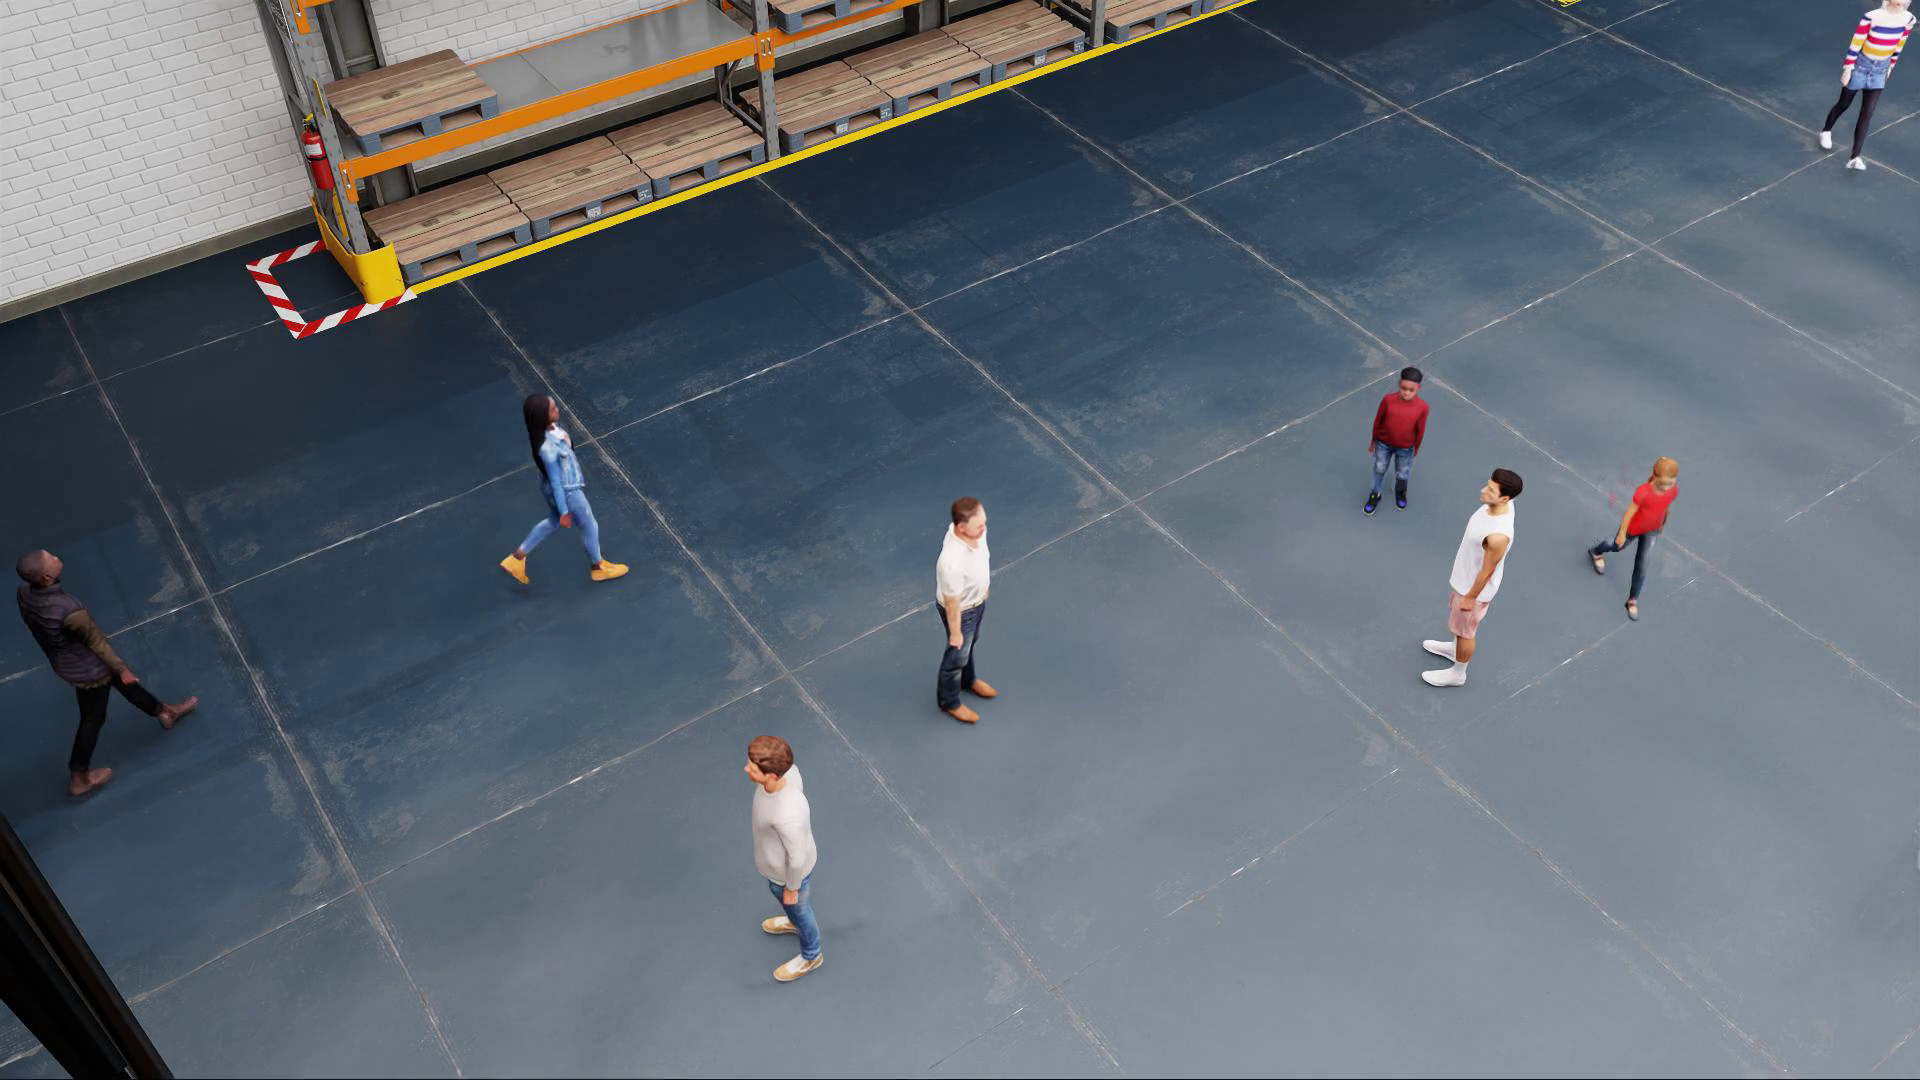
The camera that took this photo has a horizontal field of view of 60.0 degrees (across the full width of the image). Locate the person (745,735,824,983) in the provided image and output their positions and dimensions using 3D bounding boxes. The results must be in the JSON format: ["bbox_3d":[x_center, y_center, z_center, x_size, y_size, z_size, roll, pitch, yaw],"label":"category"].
[{"bbox_3d":[-0.943,1.716,9.061,0.690,1.902,0.740,-11,45,-11],"label":"person"}]

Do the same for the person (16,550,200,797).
[{"bbox_3d":[-5.364,0.823,10.081,0.975,1.789,1.295,26,50,25],"label":"person"}]

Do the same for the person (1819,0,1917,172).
[{"bbox_3d":[8.474,-4.421,15.605,1.108,1.761,1.154,5,44,5],"label":"person"}]

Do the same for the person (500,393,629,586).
[{"bbox_3d":[-2.804,-0.293,11.325,1.150,1.688,0.811,-14,45,-14],"label":"person"}]

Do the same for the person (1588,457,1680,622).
[{"bbox_3d":[4.648,-0.136,11.450,0.919,1.288,0.866,-5,44,-6],"label":"person"}]

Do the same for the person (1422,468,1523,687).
[{"bbox_3d":[3.330,0.237,10.693,0.794,1.792,0.717,10,45,11],"label":"person"}]

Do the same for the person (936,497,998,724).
[{"bbox_3d":[-0.006,0.402,10.481,0.821,1.847,0.717,15,46,16],"label":"person"}]

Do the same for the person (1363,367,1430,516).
[{"bbox_3d":[3.191,-0.759,12.130,0.622,1.253,0.671,19,47,19],"label":"person"}]
